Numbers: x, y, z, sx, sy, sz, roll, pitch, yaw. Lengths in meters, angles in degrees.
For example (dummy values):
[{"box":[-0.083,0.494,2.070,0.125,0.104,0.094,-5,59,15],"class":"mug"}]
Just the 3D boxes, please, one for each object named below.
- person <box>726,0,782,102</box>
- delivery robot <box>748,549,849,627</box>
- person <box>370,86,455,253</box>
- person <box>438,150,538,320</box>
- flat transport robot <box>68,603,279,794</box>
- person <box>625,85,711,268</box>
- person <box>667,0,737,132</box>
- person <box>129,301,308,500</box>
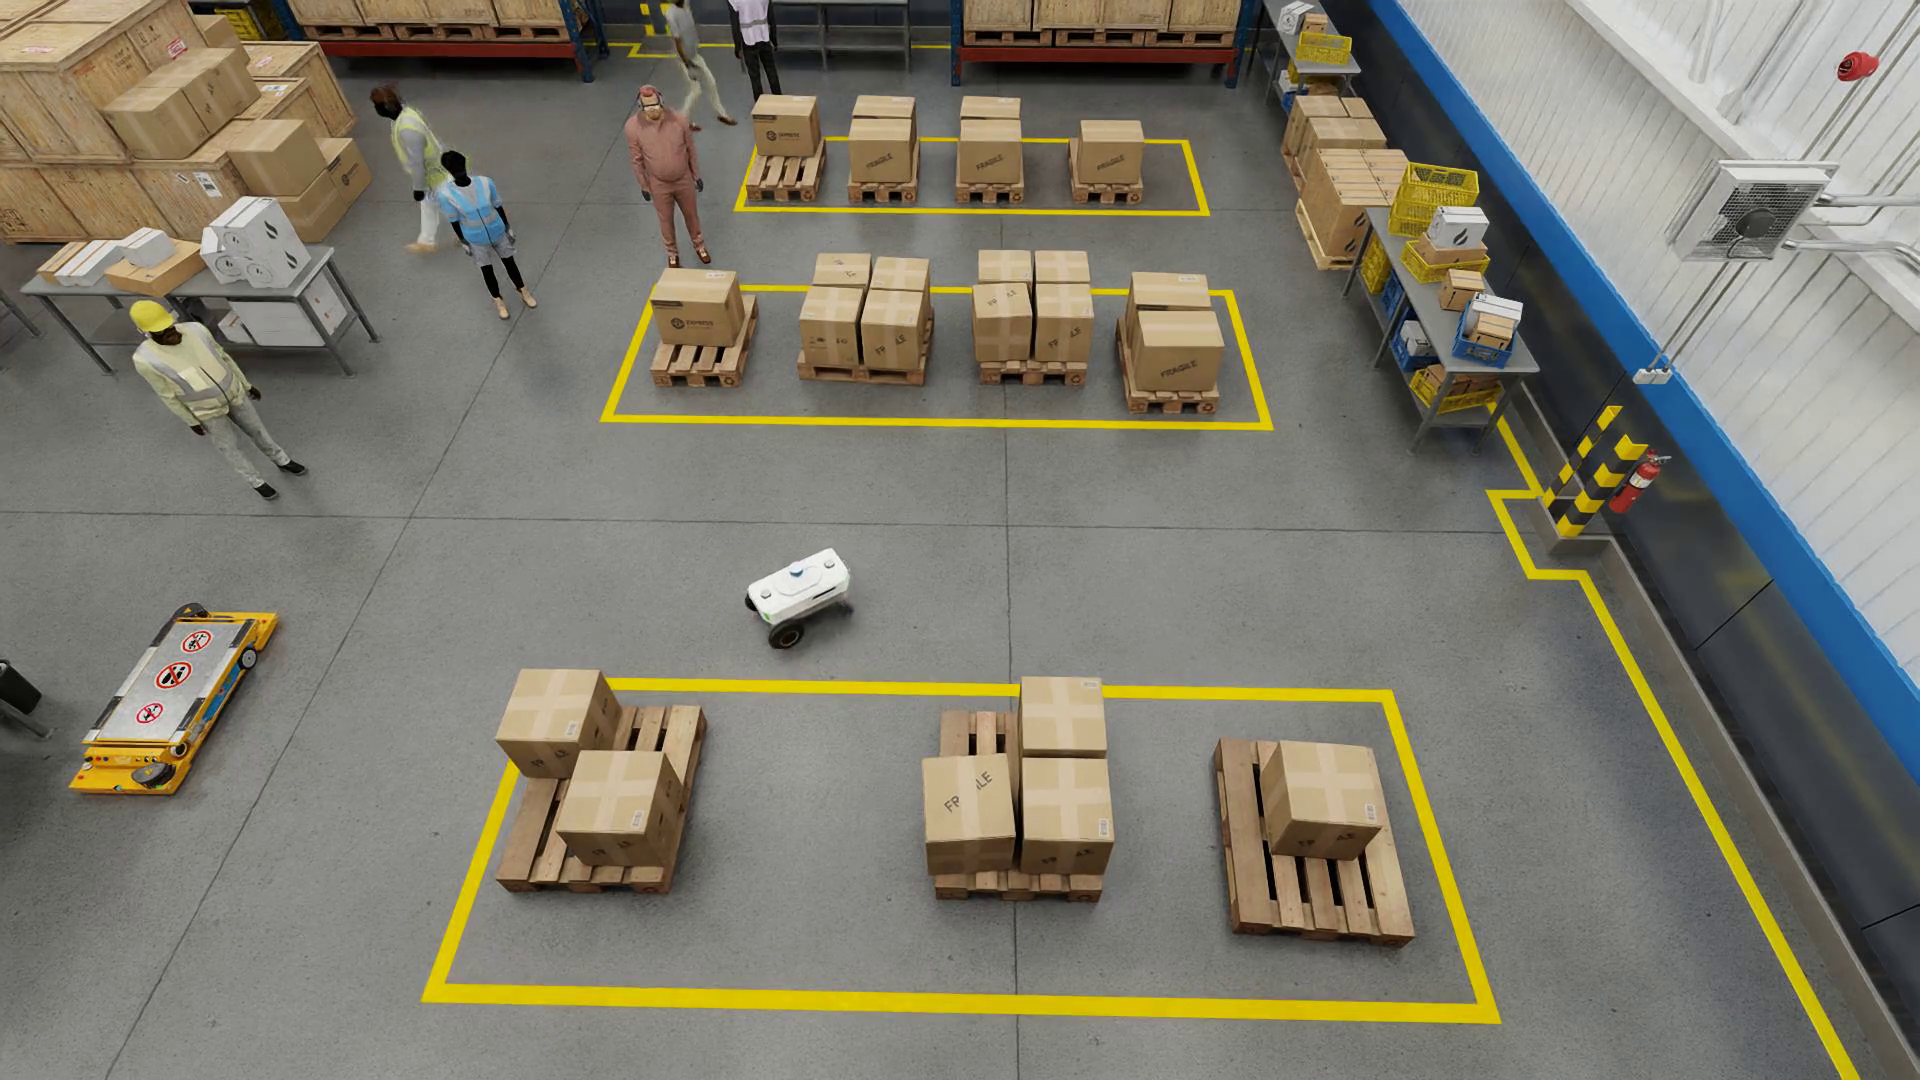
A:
[{"box":[-2.593,-6.341,11.647,0.591,1.912,0.383,-25,54,-19],"class":"person"},{"box":[-1.188,0.351,6.808,0.707,0.478,0.477,-26,55,-20],"class":"delivery robot"},{"box":[-5.616,-3.826,9.600,0.960,1.782,0.629,-29,56,-23],"class":"person"},{"box":[-4.619,-2.967,8.931,0.537,1.696,0.317,-32,57,-24],"class":"person"},{"box":[-5.504,1.072,6.442,0.652,0.197,1.431,1,50,1],"class":"flat transport robot"},{"box":[-2.969,-3.689,9.407,0.651,1.906,0.401,-18,52,-15],"class":"person"},{"box":[-3.363,-6.041,11.460,0.654,1.826,0.564,13,51,10],"class":"person"},{"box":[-5.894,-1.112,7.273,0.403,1.835,0.588,18,52,15],"class":"person"}]
